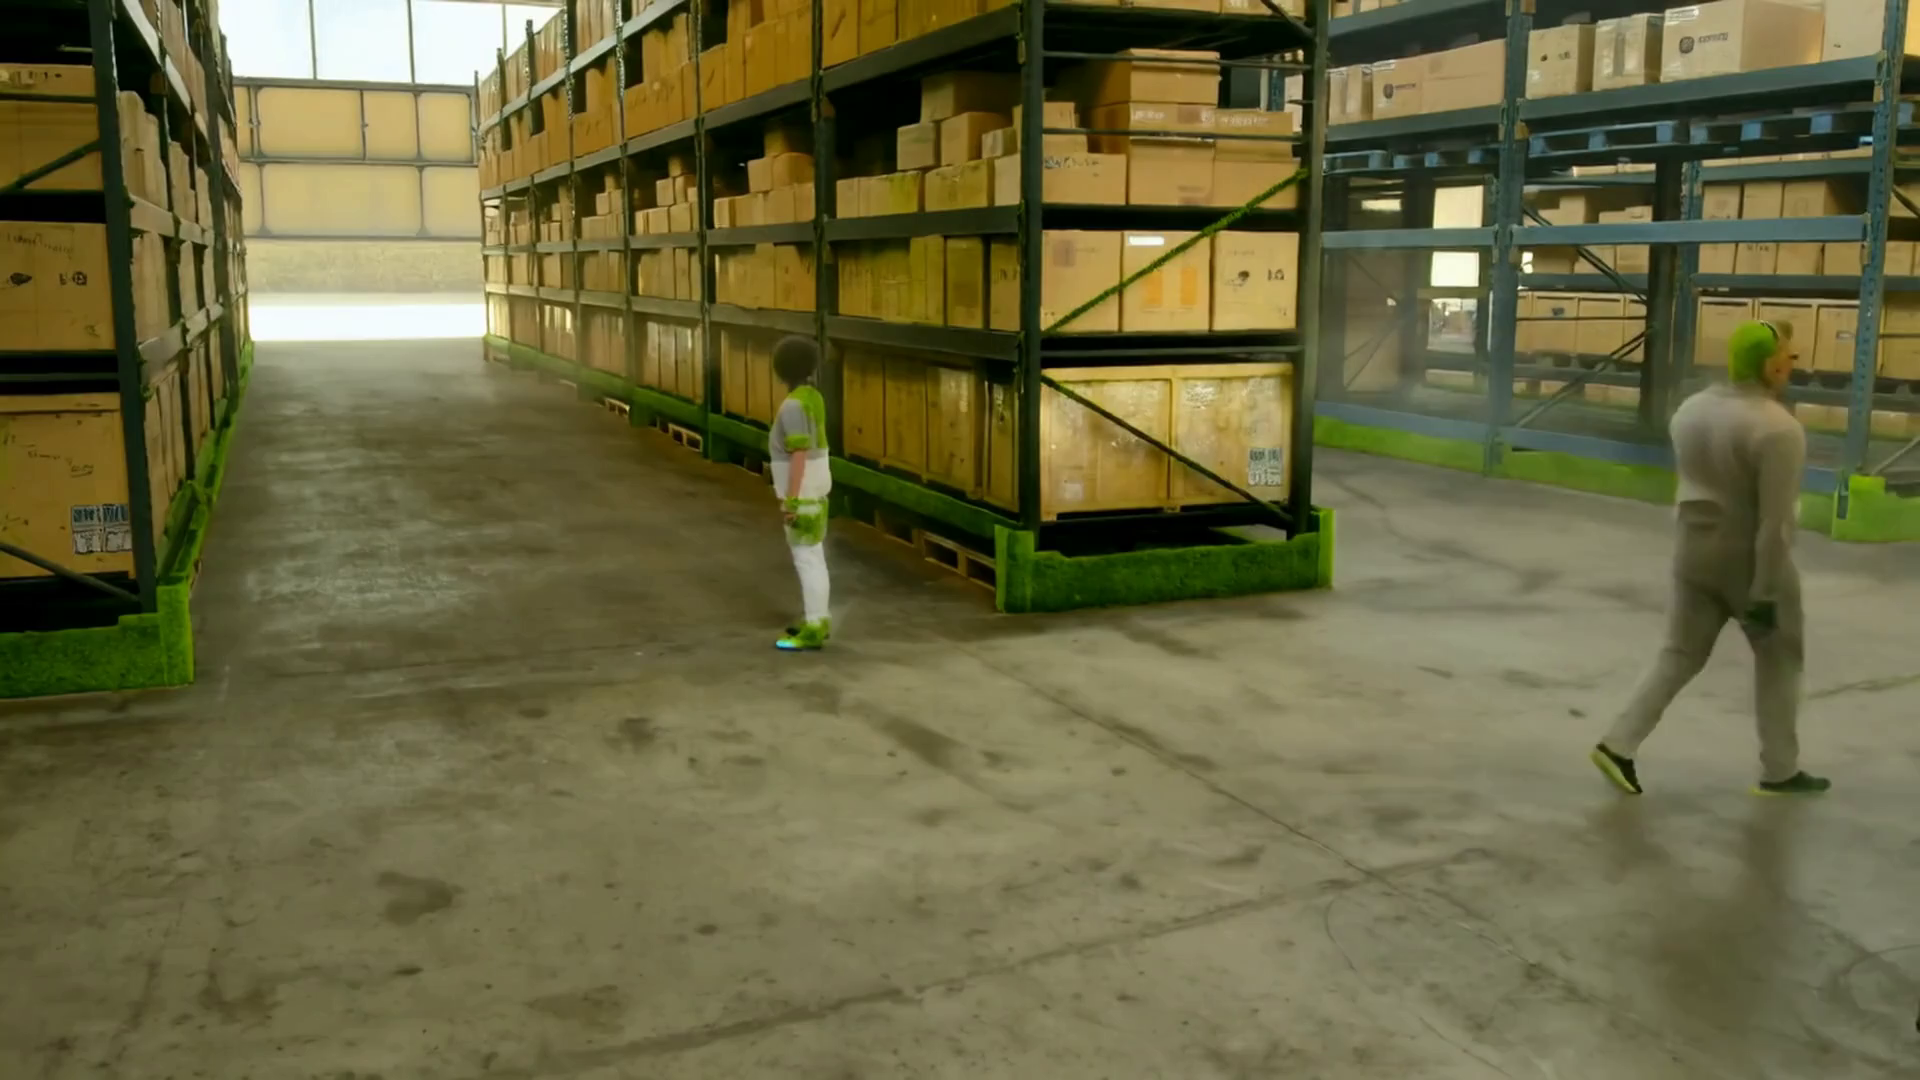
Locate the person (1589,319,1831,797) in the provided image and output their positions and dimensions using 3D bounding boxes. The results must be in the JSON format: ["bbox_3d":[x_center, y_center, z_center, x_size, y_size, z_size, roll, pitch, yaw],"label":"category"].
[{"bbox_3d":[2.918,0.088,6.365,0.931,1.870,0.640,-4,10,-20],"label":"person"}]

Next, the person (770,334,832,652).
[{"bbox_3d":[-0.854,-0.251,8.902,0.317,1.695,0.540,1,10,6],"label":"person"}]
